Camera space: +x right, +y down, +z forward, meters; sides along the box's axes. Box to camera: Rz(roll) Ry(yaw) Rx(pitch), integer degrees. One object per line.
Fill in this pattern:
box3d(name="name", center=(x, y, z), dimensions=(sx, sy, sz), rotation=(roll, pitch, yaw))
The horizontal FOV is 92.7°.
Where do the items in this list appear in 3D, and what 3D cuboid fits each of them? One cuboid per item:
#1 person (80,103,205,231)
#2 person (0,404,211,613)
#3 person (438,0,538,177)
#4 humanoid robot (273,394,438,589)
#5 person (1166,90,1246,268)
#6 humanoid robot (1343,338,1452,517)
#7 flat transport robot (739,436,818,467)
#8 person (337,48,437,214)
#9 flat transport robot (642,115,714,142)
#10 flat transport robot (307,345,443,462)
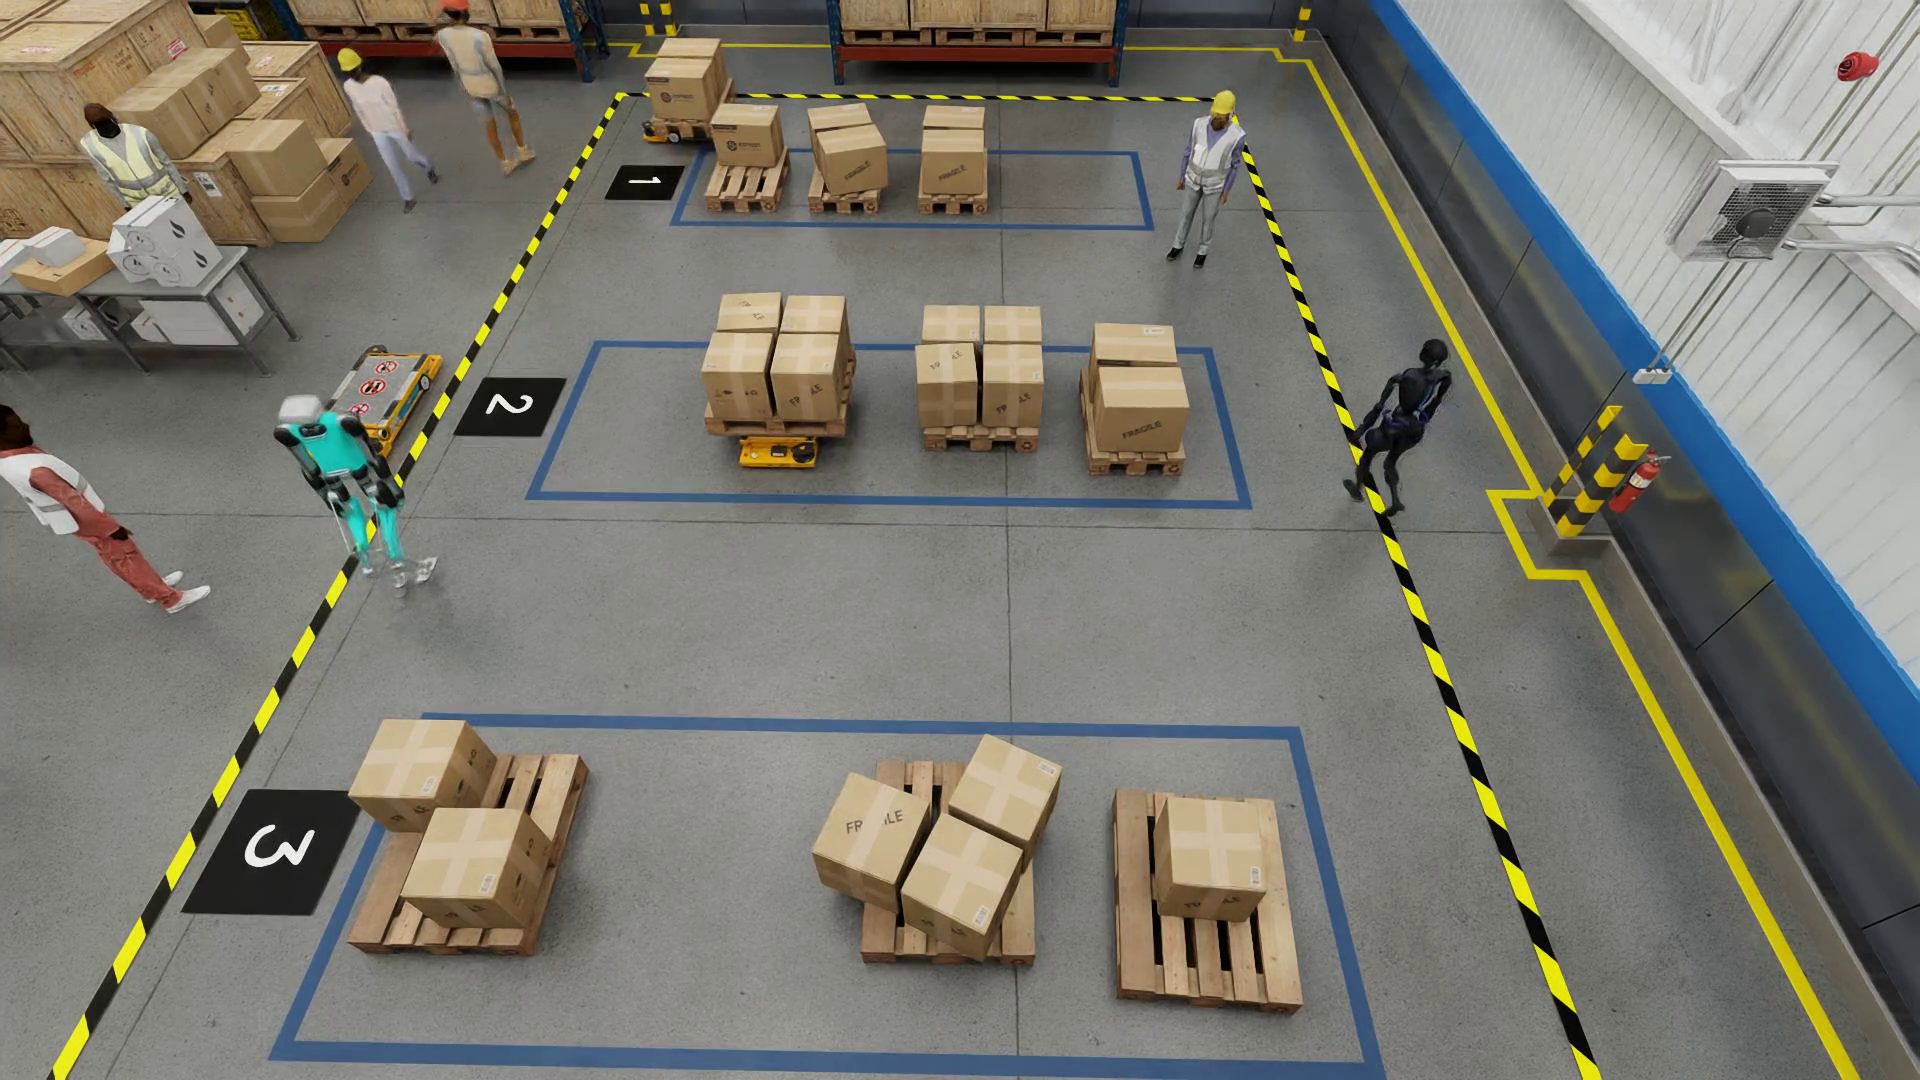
box3d(name="person", center=(-8.168, -3.487, 9.287), dimensions=(0.626, 1.843, 0.429), rotation=(-28, 55, -22))
box3d(name="person", center=(-6.151, -0.169, 6.433), dimensions=(0.587, 1.914, 0.391), rotation=(23, 53, 18))
box3d(name="person", center=(-5.554, -5.356, 10.758), dimensions=(0.607, 2.023, 0.696), rotation=(-1, 50, -1))
box3d(name="humanoid robot", center=(-4.274, -0.203, 6.488), dimensions=(0.533, 1.677, 0.735), rotation=(-11, 51, -9))
box3d(name="person", center=(2.537, -3.709, 9.478), dimensions=(0.588, 1.837, 0.404), rotation=(24, 54, 19))
box3d(name="humanoid robot", center=(3.428, -0.830, 7.158), dimensions=(0.602, 1.640, 0.561), rotation=(-8, 50, -6))
box3d(name="flat transport robot", center=(-1.582, -1.235, 8.394), dimensions=(0.652, 0.197, 1.431), rotation=(1, 50, 1))
box3d(name="person", center=(-6.461, -4.678, 10.358), dimensions=(0.524, 1.740, 0.704), rotation=(-6, 50, -5))
box3d(name="flat transport robot", center=(-3.361, -5.445, 11.956), dimensions=(1.431, 0.197, 0.652), rotation=(1, 50, 1))
box3d(name="flat transport robot", center=(-5.383, -1.269, 8.441), dimensions=(0.659, 0.231, 1.431), rotation=(1, 50, 1))
